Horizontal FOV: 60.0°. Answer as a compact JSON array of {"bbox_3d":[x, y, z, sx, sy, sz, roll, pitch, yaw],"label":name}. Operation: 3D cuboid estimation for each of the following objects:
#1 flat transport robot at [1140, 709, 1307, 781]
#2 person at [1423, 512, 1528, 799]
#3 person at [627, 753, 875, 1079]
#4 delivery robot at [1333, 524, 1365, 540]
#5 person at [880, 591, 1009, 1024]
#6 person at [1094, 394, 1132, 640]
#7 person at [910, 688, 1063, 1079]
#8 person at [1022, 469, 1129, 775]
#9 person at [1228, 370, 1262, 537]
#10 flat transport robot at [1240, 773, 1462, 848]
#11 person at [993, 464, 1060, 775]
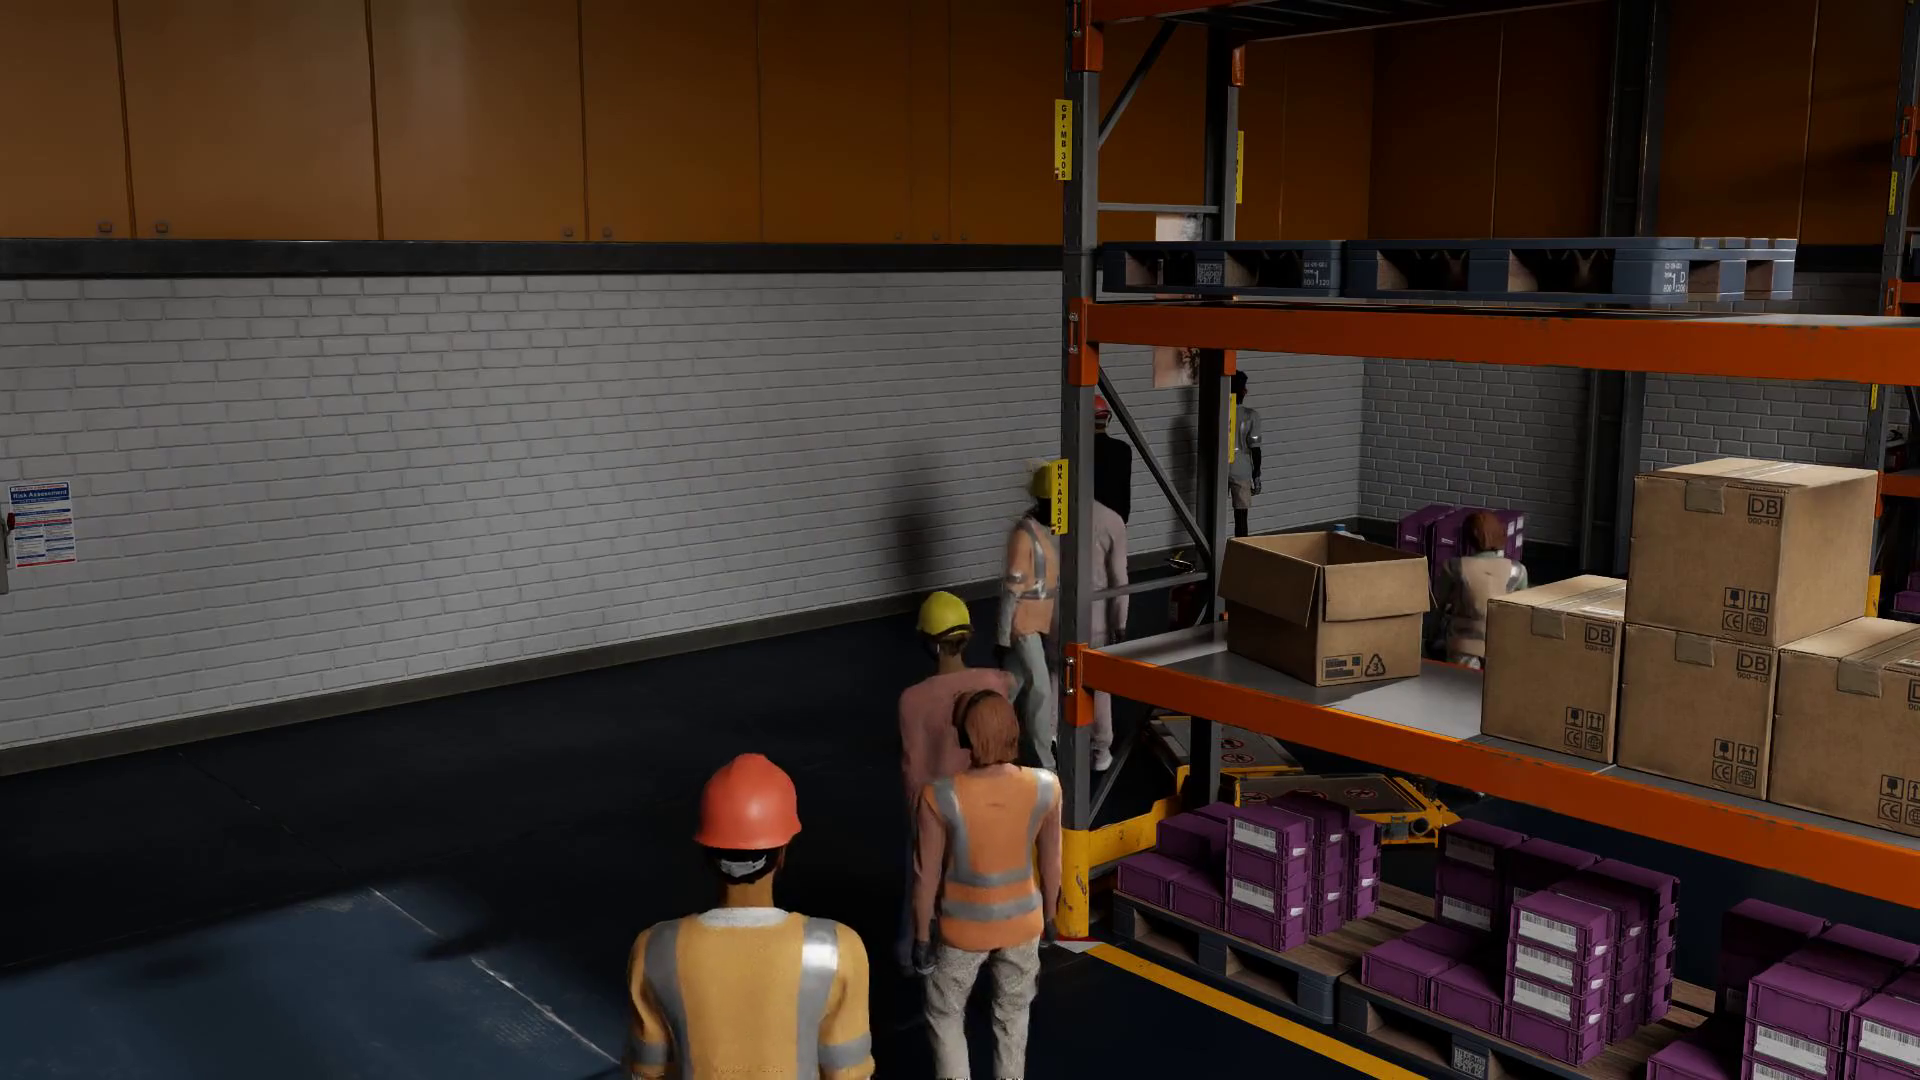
[{"bbox_3d":[1.513,1.256,9.700,0.652,0.197,1.431,-1,10,-6],"label":"flat transport robot"},{"bbox_3d":[2.946,0.627,9.547,0.526,1.583,0.874,0,10,-2],"label":"person"},{"bbox_3d":[-0.468,1.428,3.853,0.569,1.924,0.496,0,10,1],"label":"person"},{"bbox_3d":[3.510,0.093,15.402,0.477,0.478,0.707,5,11,26],"label":"delivery robot"},{"bbox_3d":[-0.014,1.055,6.670,0.534,1.714,0.951,-5,11,-26],"label":"person"},{"bbox_3d":[1.038,-0.121,12.736,0.608,1.990,0.385,-6,12,-33],"label":"person"},{"bbox_3d":[0.088,1.289,5.526,0.532,1.636,0.380,-2,10,-14],"label":"person"},{"bbox_3d":[0.684,0.433,9.800,0.658,1.884,0.454,3,10,17],"label":"person"},{"bbox_3d":[2.580,-0.632,15.846,0.613,1.946,0.362,5,11,27],"label":"person"},{"bbox_3d":[1.885,1.424,8.714,1.431,0.197,0.652,-1,10,-6],"label":"flat transport robot"},{"bbox_3d":[0.378,0.485,9.618,0.765,1.890,0.626,4,10,21],"label":"person"}]
